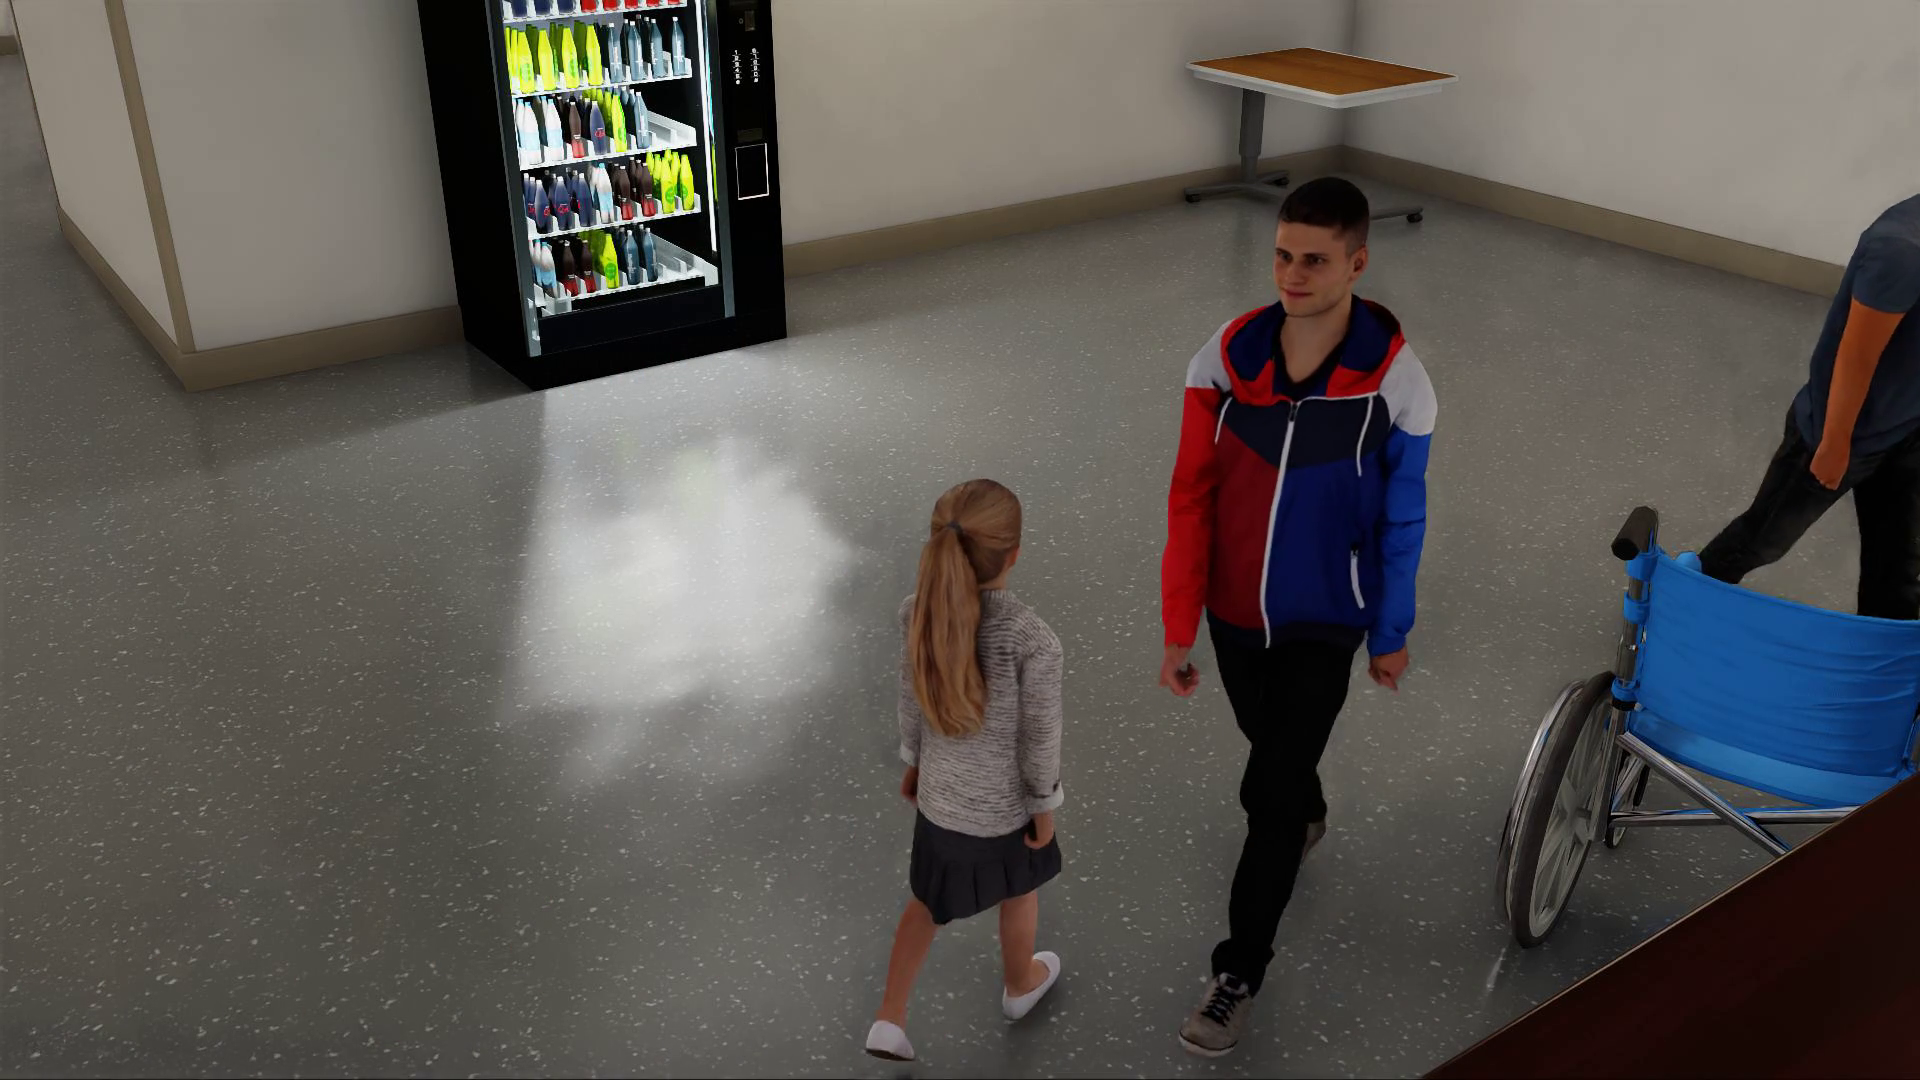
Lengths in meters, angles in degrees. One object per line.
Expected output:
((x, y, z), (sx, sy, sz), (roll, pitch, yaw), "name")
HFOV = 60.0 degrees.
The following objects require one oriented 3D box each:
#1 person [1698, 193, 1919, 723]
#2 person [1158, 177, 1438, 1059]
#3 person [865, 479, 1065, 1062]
((2.282, -0.321, 4.341), (1.064, 1.743, 0.785), (-15, 29, -28), "person")
((0.708, 0.112, 3.481), (0.908, 1.710, 1.227), (16, 30, 30), "person")
((0.007, 0.494, 3.199), (0.713, 1.260, 0.872), (14, 29, 27), "person")
